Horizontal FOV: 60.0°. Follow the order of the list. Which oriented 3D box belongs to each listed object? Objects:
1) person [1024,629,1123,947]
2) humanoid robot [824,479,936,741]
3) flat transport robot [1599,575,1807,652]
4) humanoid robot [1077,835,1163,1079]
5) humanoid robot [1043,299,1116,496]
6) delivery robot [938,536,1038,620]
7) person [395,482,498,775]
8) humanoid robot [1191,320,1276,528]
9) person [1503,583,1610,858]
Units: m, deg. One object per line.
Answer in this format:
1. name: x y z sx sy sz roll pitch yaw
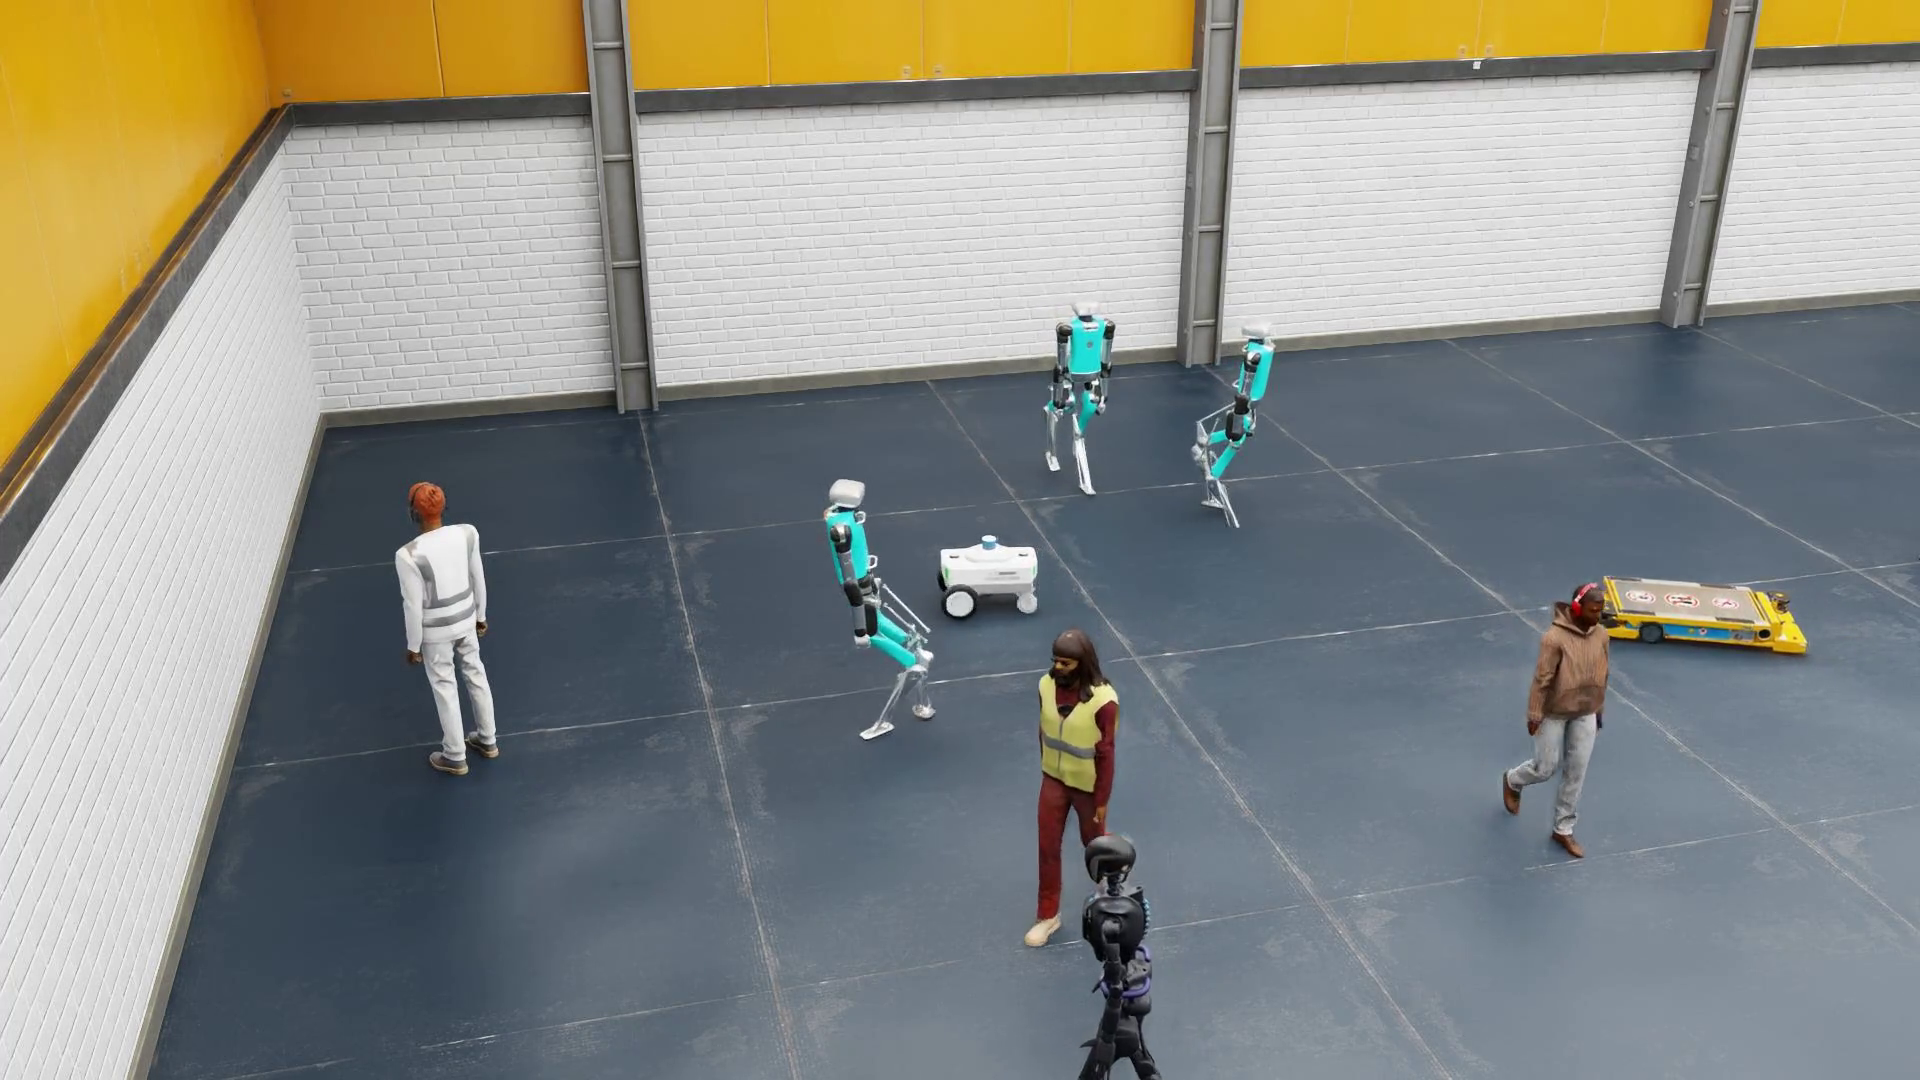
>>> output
1. person: 0.633 1.236 8.722 0.469 1.747 0.778 14 27 29
2. humanoid robot: -0.398 0.455 10.501 0.877 1.773 0.589 0 24 1
3. flat transport robot: 5.334 0.540 12.132 1.431 0.231 0.659 5 24 10
4. humanoid robot: 0.675 1.974 7.187 0.784 1.621 0.616 3 24 6
5. humanoid robot: 0.968 -1.314 14.585 0.534 1.765 1.034 -8 25 -18
6. delivery robot: 0.180 0.270 12.416 0.791 0.614 0.499 -2 24 -3
7. person: -3.127 0.538 10.136 0.337 1.882 0.583 17 29 33
8. humanoid robot: 2.166 -0.961 13.765 0.788 1.815 0.534 11 26 23
9. person: 3.431 0.972 9.457 0.488 1.630 0.552 -5 24 -11
